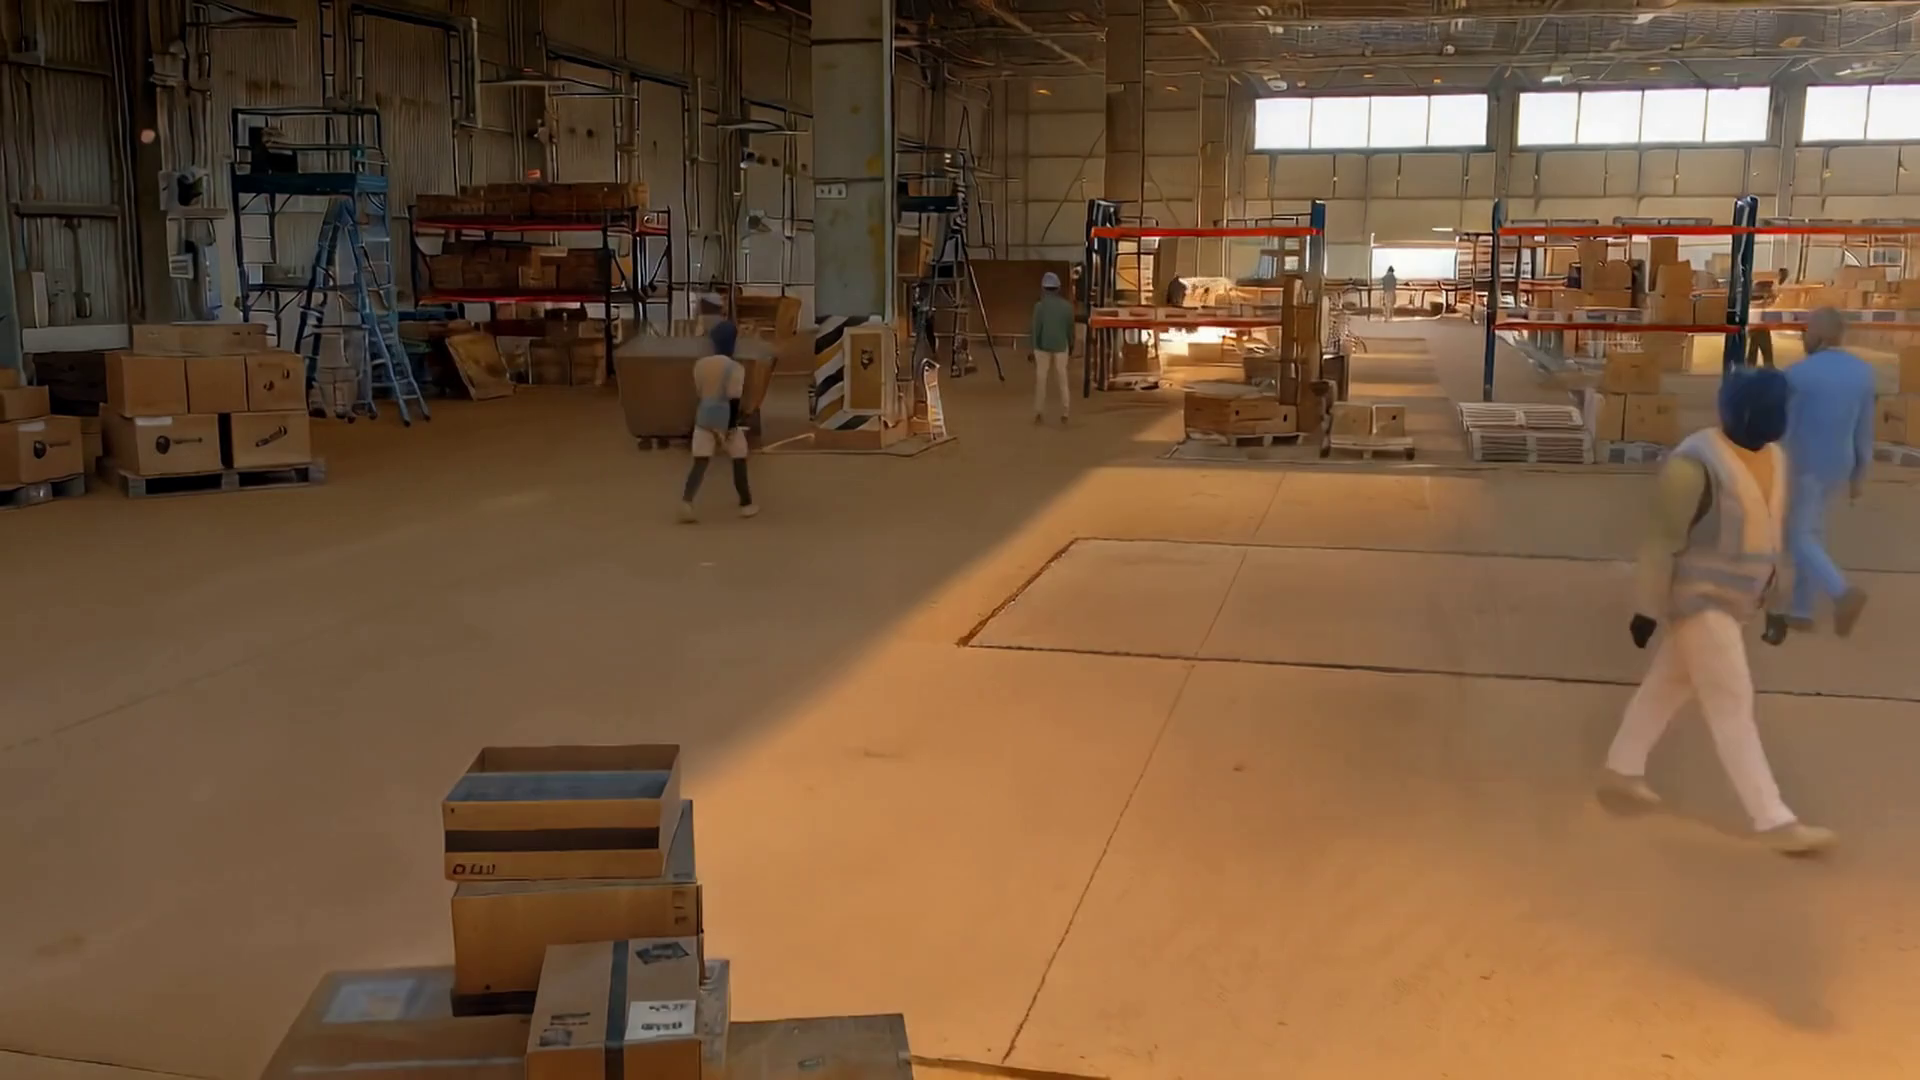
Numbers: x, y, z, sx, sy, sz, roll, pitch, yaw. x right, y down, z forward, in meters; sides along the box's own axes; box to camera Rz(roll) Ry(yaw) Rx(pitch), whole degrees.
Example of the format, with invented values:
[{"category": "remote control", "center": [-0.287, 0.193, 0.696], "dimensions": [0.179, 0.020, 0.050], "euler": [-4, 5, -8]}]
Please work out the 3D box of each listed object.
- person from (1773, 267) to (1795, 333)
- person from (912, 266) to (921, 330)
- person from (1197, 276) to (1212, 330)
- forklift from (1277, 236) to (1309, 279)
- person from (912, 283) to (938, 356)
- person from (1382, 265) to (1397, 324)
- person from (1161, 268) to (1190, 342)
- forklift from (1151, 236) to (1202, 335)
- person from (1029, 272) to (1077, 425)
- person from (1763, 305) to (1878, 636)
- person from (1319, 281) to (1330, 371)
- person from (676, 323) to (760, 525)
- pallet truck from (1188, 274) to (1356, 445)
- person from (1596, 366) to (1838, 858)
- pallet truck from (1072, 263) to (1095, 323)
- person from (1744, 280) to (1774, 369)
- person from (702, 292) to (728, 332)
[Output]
[{"category": "person", "center": [23.973, -6.996, 48.432], "dimensions": [0.380, 1.917, 0.595], "euler": [-5, 11, -29]}, {"category": "person", "center": [-1.259, -7.339, 50.430], "dimensions": [0.389, 1.927, 0.546], "euler": [3, 10, 18]}, {"category": "person", "center": [7.199, -6.961, 49.073], "dimensions": [0.468, 1.622, 0.525], "euler": [-3, 10, -18]}, {"category": "forklift", "center": [10.149, -7.888, 50.849], "dimensions": [1.873, 2.768, 1.129], "euler": [-9, 13, -44]}, {"category": "person", "center": [-0.761, -4.859, 35.987], "dimensions": [0.569, 1.868, 0.466], "euler": [-3, 10, -18]}, {"category": "person", "center": [14.145, -8.073, 54.706], "dimensions": [0.372, 1.940, 0.630], "euler": [-4, 11, -24]}, {"category": "person", "center": [5.524, -5.980, 42.471], "dimensions": [0.846, 1.913, 0.640], "euler": [9, 13, 41]}, {"category": "forklift", "center": [5.866, -7.214, 46.878], "dimensions": [1.873, 2.768, 1.129], "euler": [2, 10, 14]}, {"category": "person", "center": [1.207, -2.489, 21.687], "dimensions": [0.644, 1.991, 0.419], "euler": [6, 11, 32]}, {"category": "person", "center": [4.928, -0.370, 9.449], "dimensions": [0.625, 1.920, 0.720], "euler": [-3, 10, -15]}, {"category": "person", "center": [6.919, -4.100, 31.922], "dimensions": [0.483, 1.737, 0.319], "euler": [-5, 11, -26]}, {"category": "person", "center": [-1.999, -0.950, 13.613], "dimensions": [0.525, 1.655, 0.882], "euler": [5, 11, 26]}, {"category": "pallet truck", "center": [3.653, -2.138, 19.590], "dimensions": [1.885, 1.965, 0.823], "euler": [-4, 10, -20]}, {"category": "person", "center": [2.856, 0.236, 6.259], "dimensions": [0.637, 1.781, 1.013], "euler": [-7, 12, -36]}, {"category": "pallet truck", "center": [4.325, -8.180, 55.162], "dimensions": [0.823, 1.965, 1.885], "euler": [6, 11, 31]}, {"category": "person", "center": [13.080, -3.317, 27.098], "dimensions": [0.733, 1.801, 0.546], "euler": [-3, 10, -18]}, {"category": "person", "center": [-3.263, -2.403, 21.964], "dimensions": [0.537, 1.730, 0.885], "euler": [8, 12, 39]}]
